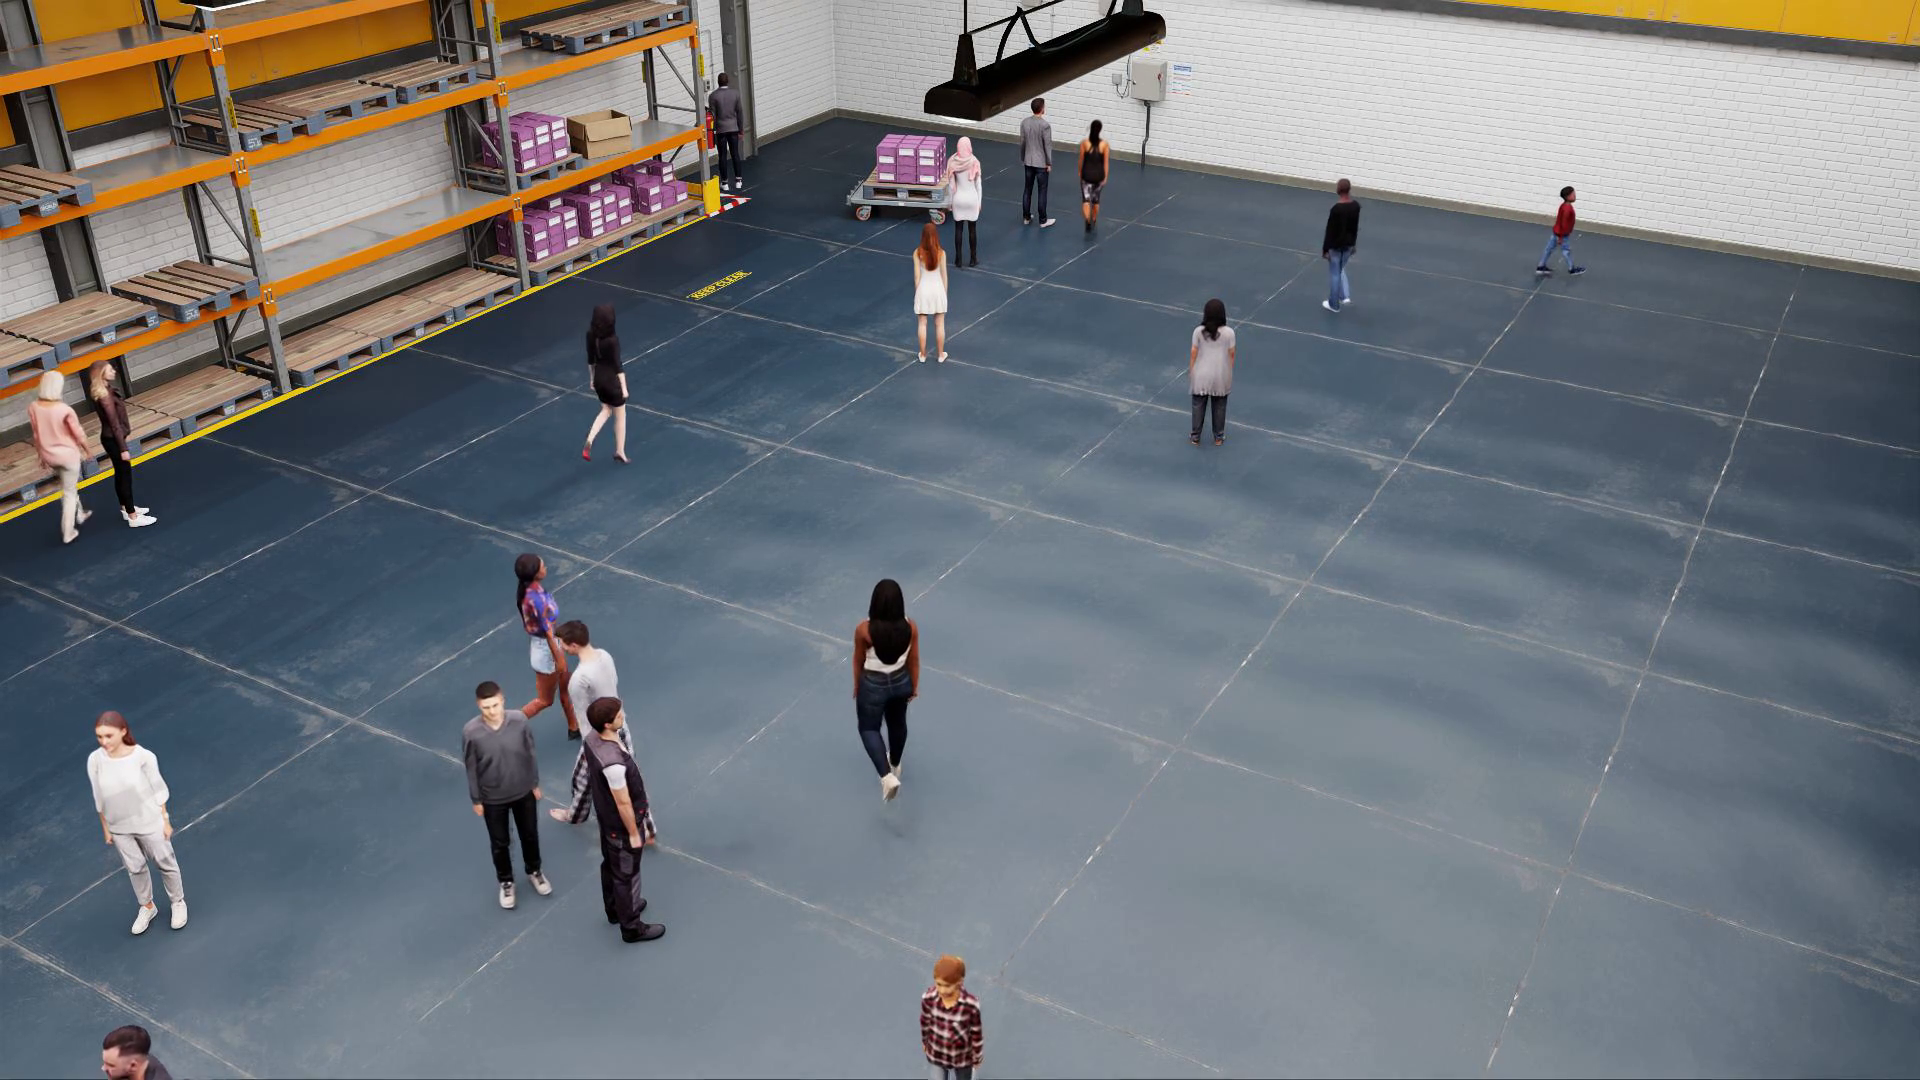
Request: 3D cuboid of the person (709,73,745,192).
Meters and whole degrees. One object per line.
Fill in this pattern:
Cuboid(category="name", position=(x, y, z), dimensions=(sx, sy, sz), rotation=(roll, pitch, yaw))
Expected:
Cuboid(category="person", position=(-3.647, -6.392, 26.008), dimensions=(0.769, 1.818, 0.864), rotation=(-11, 31, -20))

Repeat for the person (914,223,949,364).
Cuboid(category="person", position=(-0.348, -2.942, 19.793), dimensions=(0.641, 1.712, 0.662), rotation=(1, 29, 2))

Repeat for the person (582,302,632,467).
Cuboid(category="person", position=(-3.682, -1.542, 17.144), dimensions=(0.651, 1.791, 0.818), rotation=(20, 34, 32))

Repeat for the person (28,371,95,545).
Cuboid(category="person", position=(-8.568, -0.748, 15.793), dimensions=(0.830, 1.691, 0.951), rotation=(0, 29, 0))

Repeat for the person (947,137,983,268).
Cuboid(category="person", position=(0.073, -4.636, 22.803), dimensions=(0.725, 1.804, 0.738), rotation=(2, 29, 4))

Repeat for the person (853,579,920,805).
Cuboid(category="person", position=(-0.536, 1.133, 12.239), dimensions=(1.016, 1.792, 1.071), rotation=(-7, 29, -13))

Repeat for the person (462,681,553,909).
Cuboid(category="person", position=(-3.057, 1.686, 11.260), dimensions=(0.646, 1.758, 0.762), rotation=(-16, 32, -27))

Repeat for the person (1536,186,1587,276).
Cuboid(category="person", position=(8.093, -4.169, 22.556), dimensions=(0.782, 1.221, 0.862), rotation=(3, 29, 5))

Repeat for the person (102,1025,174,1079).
Cuboid(category="person", position=(-3.941, 3.154, 8.514), dimensions=(1.048, 1.811, 0.832), rotation=(-25, 37, -38))

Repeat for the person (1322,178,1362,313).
Cuboid(category="person", position=(4.907, -3.723, 21.201), dimensions=(0.751, 1.735, 0.816), rotation=(-12, 31, -21))

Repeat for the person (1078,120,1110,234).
Cuboid(category="person", position=(1.916, -5.262, 24.119), dimensions=(0.884, 1.642, 1.100), rotation=(1, 29, 3))

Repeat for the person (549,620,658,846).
Cuboid(category="person", position=(-2.429, 1.406, 11.738), dimensions=(0.818, 1.793, 1.082), rotation=(9, 30, 16))

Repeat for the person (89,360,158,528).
Cuboid(category="person", position=(-8.199, -0.948, 16.147), dimensions=(0.655, 1.703, 0.670), rotation=(-18, 33, -29))

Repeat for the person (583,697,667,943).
Cuboid(category="person", position=(-2.256, 1.820, 10.922), dimensions=(0.751, 1.848, 0.742), rotation=(-15, 32, -25))

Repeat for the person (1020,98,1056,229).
Cuboid(category="person", position=(1.128, -5.541, 24.388), dimensions=(0.688, 1.874, 0.608), rotation=(18, 33, 29))

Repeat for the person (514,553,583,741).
Cuboid(category="person", position=(-3.255, 0.906, 12.735), dimensions=(1.133, 1.715, 0.997), rotation=(-12, 31, -20))

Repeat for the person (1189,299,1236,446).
Cuboid(category="person", position=(2.687, -1.795, 17.792), dimensions=(0.733, 1.614, 0.769), rotation=(4, 29, 7))

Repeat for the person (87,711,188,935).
Cuboid(category="person", position=(-5.463, 1.851, 11.031), dimensions=(0.686, 1.689, 0.731), rotation=(-5, 29, -9))

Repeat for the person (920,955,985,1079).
Cuboid(category="person", position=(-0.028, 2.883, 9.555), dimensions=(0.671, 1.289, 0.896), rotation=(7, 29, 13))
